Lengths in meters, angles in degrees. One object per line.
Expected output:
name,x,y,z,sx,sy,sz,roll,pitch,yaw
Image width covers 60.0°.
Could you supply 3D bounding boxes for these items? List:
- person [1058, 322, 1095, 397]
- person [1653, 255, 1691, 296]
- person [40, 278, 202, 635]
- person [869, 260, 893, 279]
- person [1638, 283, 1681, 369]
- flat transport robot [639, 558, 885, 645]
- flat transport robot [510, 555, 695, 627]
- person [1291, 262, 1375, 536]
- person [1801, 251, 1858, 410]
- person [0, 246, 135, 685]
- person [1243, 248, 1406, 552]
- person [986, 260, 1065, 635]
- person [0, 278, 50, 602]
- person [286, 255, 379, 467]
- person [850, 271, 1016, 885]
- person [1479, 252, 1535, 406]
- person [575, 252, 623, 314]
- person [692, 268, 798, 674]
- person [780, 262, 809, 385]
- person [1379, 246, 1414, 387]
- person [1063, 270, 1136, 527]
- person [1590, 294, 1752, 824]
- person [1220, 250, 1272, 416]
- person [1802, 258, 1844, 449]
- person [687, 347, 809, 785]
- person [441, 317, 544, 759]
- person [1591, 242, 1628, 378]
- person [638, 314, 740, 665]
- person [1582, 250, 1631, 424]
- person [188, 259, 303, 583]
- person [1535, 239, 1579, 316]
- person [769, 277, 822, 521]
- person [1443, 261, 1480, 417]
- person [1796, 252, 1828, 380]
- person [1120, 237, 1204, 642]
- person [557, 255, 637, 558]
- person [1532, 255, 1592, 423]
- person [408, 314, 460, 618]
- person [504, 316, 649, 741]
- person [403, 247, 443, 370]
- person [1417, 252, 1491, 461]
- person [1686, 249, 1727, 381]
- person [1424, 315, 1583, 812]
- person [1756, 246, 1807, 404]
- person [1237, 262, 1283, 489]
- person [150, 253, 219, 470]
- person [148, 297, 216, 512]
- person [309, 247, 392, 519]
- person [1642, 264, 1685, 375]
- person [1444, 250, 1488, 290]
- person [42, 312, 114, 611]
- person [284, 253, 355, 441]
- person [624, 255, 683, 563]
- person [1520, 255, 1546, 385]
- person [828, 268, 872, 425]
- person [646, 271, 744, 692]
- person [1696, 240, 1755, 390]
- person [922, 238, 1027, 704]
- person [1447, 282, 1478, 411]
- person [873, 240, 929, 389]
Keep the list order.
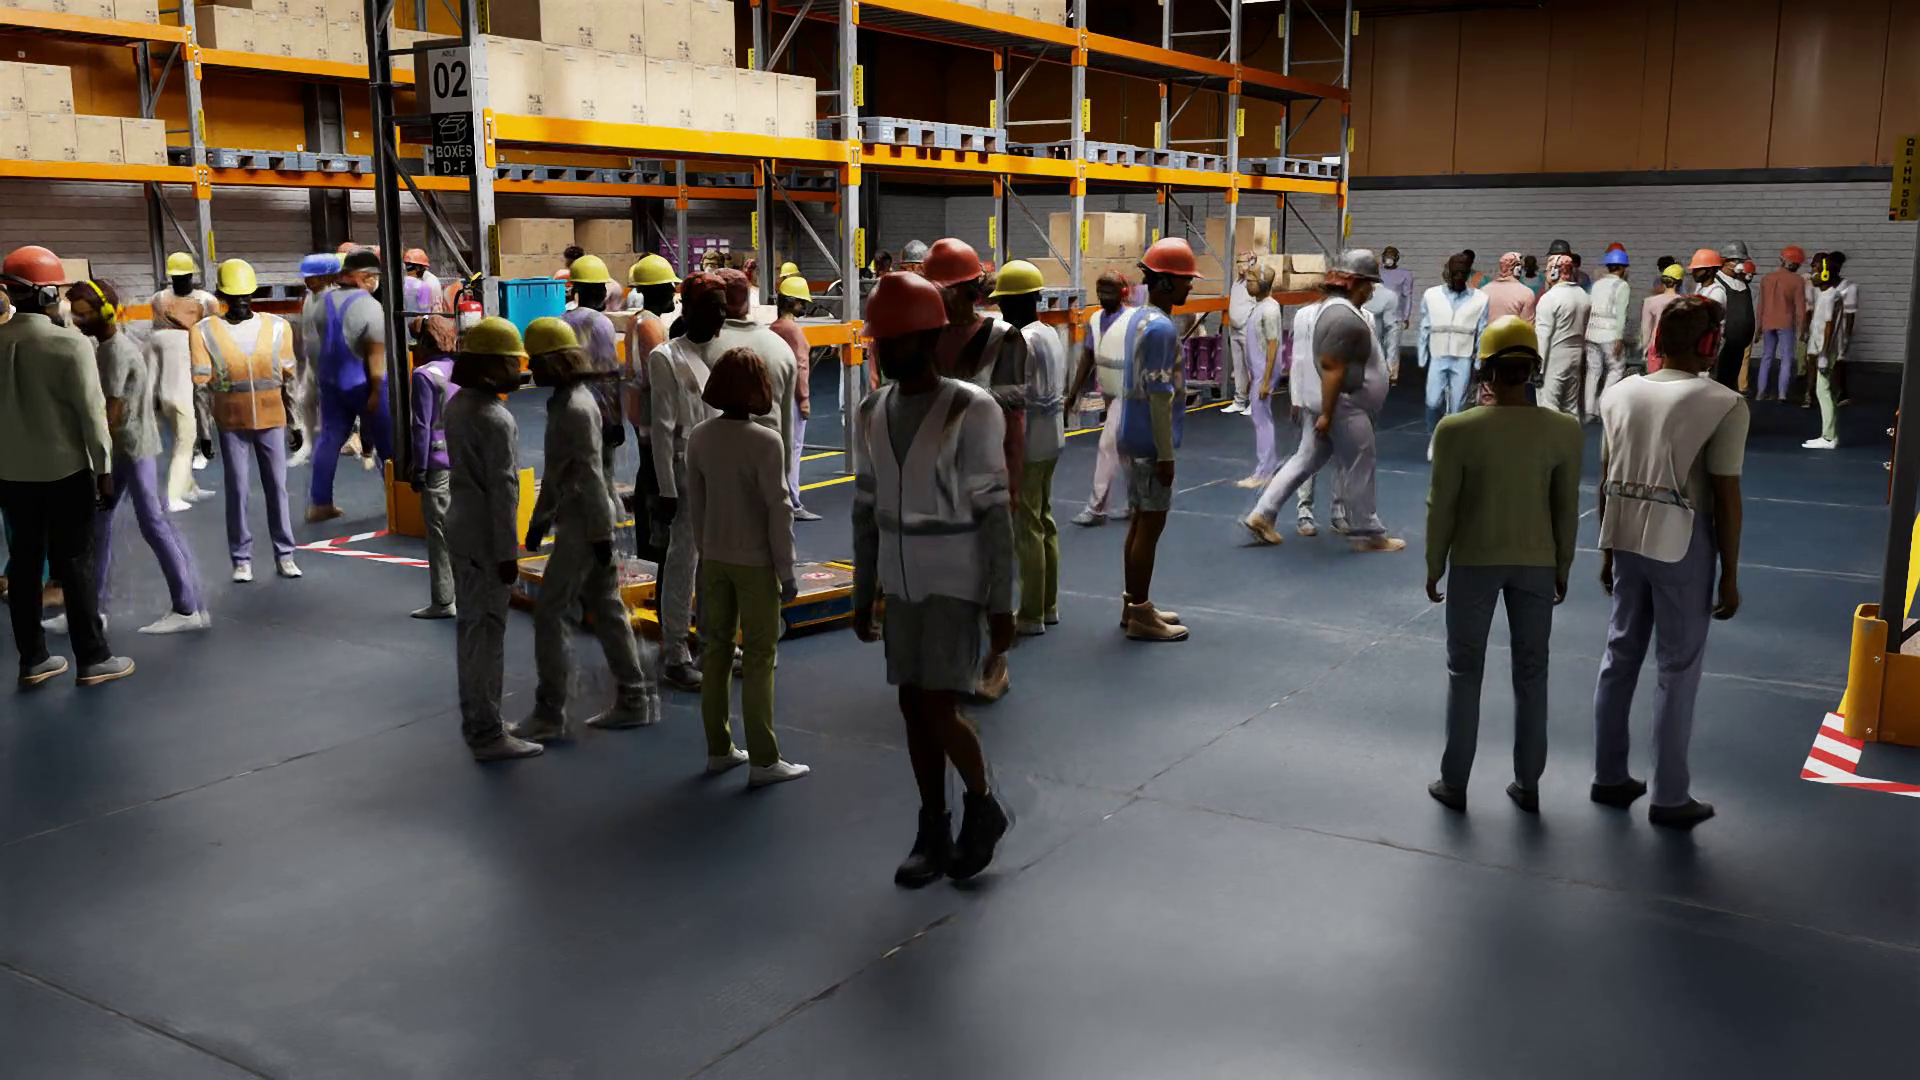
person,1.535,-2.793,21.108,0.701,2.000,1.005,6,12,29
person,10.567,-3.315,24.671,0.709,1.802,0.660,-6,12,-30
person,-4.321,-0.389,8.379,0.859,1.828,0.505,-7,13,-35
person,-0.996,-2.589,20.560,0.404,1.827,0.600,4,11,20
person,8.191,-2.278,19.399,0.519,1.613,0.406,-1,10,-7
flat transport robot,-0.917,0.313,8.803,1.431,0.197,0.652,-10,14,-44
flat transport robot,-2.011,0.246,9.171,0.652,0.197,1.431,-10,14,-44
person,2.557,-0.963,11.424,0.584,1.878,0.362,-1,10,-3
person,10.499,-2.531,20.066,0.956,1.907,0.656,-8,13,-39
person,-4.134,-0.324,7.553,0.622,1.994,0.381,1,10,6
person,2.376,-0.934,10.806,1.013,2.000,0.686,0,10,2
person,0.333,-0.469,8.573,0.398,1.920,0.586,3,11,18
person,-5.368,-0.575,9.369,0.506,1.842,0.346,8,13,39
person,-5.682,-1.621,15.052,0.592,1.904,0.956,6,12,32
person,-0.103,0.148,5.116,0.595,1.927,0.449,8,13,36
person,5.121,-1.729,15.583,0.408,1.908,0.645,-8,13,-38
person,-4.121,-2.335,19.005,0.641,1.903,0.911,1,10,7
person,-1.060,-0.305,7.740,0.653,1.896,0.400,-9,14,-42
person,-2.156,-2.704,21.466,0.324,1.734,0.486,-6,12,-29
person,5.931,-3.090,23.036,0.628,1.940,0.373,4,11,22
person,1.021,-0.997,11.781,0.823,1.803,0.596,-5,11,-24
person,2.445,0.071,5.804,0.388,1.838,0.562,-6,12,-28
person,3.309,-2.401,19.304,0.409,1.906,0.651,-5,11,-27
person,8.460,-1.818,16.258,0.413,1.848,0.505,6,12,28
person,-0.804,0.098,6.216,0.500,1.633,0.284,8,13,38
person,-1.827,-0.001,6.512,0.355,1.730,0.503,-8,13,-38
person,9.518,-3.356,24.380,0.611,1.985,0.394,-3,11,-16
person,-1.282,-0.240,7.934,0.534,1.688,0.323,-7,13,-35
person,7.141,-2.225,18.335,0.552,1.907,0.631,-4,11,-23
person,-4.219,-0.699,9.872,0.591,1.913,0.396,-7,12,-35
person,7.999,-3.025,22.389,0.538,2.000,0.683,7,12,32
person,-1.214,-1.016,12.047,0.328,1.760,0.524,-6,12,-29
person,5.375,-2.087,17.805,0.498,1.826,0.554,6,12,32
person,12.309,-3.211,23.959,0.390,1.846,0.564,-4,11,-19
person,1.020,-0.504,8.450,0.404,2.035,0.609,0,10,-2
person,-2.282,-0.795,10.344,0.585,1.930,0.361,9,14,42
person,5.159,-1.511,14.415,0.645,1.898,0.398,-8,13,-36
person,-2.783,-0.399,8.981,0.313,1.631,0.523,2,10,11
person,-1.634,-0.045,6.772,0.728,1.712,0.498,-3,11,-16
person,-6.173,-2.373,19.065,0.635,1.936,0.351,7,13,35
person,4.401,-1.606,14.873,0.603,1.907,0.452,3,11,16
person,7.136,-1.824,16.038,0.371,1.929,0.553,1,10,4
person,1.909,0.092,5.904,0.526,1.762,0.339,1,10,5
person,10.234,-2.685,20.764,0.593,1.961,0.705,-6,12,-28
person,2.459,-1.336,13.589,0.333,1.845,0.515,0,10,3
person,-6.794,-1.555,14.604,0.611,1.905,0.488,-1,10,-5
person,-5.800,-1.027,12.559,0.530,1.599,0.656,3,11,18
person,-4.400,-1.186,12.201,0.692,2.000,1.059,4,11,23
person,7.457,-2.011,17.532,0.327,1.769,0.525,-9,14,-41
person,6.699,-2.913,22.210,0.606,1.886,0.572,7,13,36
person,-4.988,-0.451,9.101,0.402,1.687,0.552,-6,12,-28
person,-6.446,-1.935,16.785,1.006,1.898,0.616,-3,11,-17
person,-1.828,-0.739,10.031,0.363,1.930,0.588,-4,11,-19
person,8.078,-3.112,23.506,0.575,1.814,0.705,4,11,23
person,-1.144,-2.185,18.126,0.598,1.906,0.404,-4,11,-21
person,-1.171,-0.269,7.556,0.337,1.882,0.585,6,12,30
person,7.814,-2.043,16.952,0.681,2.000,0.535,-6,12,-29
person,-0.007,-0.296,7.321,0.612,2.029,0.407,6,12,31
person,4.697,-1.590,15.582,0.514,1.634,0.313,-10,14,-44
person,-0.346,-1.332,13.011,0.683,2.000,0.538,0,10,3
